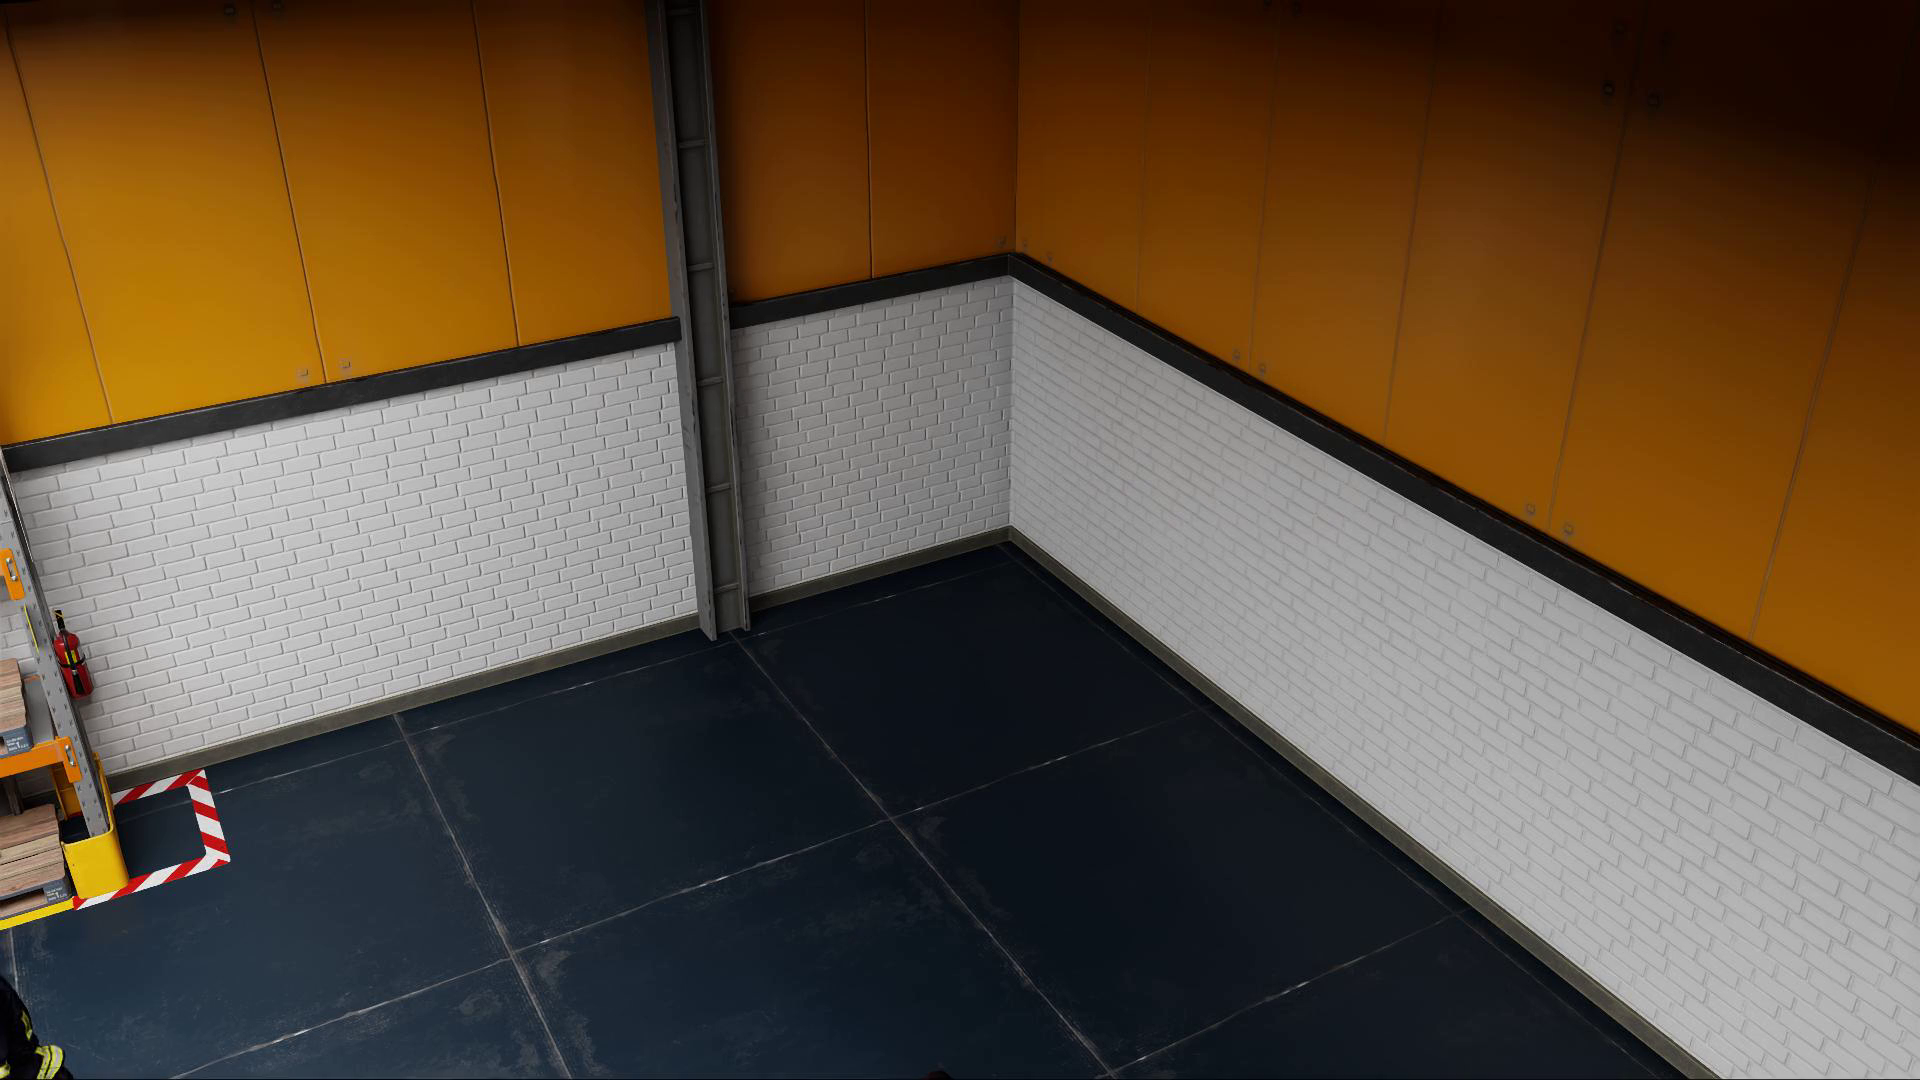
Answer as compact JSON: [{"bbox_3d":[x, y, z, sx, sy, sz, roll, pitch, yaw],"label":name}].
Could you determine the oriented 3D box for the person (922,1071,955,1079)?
[{"bbox_3d":[-0.095,3.445,8.904,0.485,1.584,0.597,-17,33,-29],"label":"person"}]
